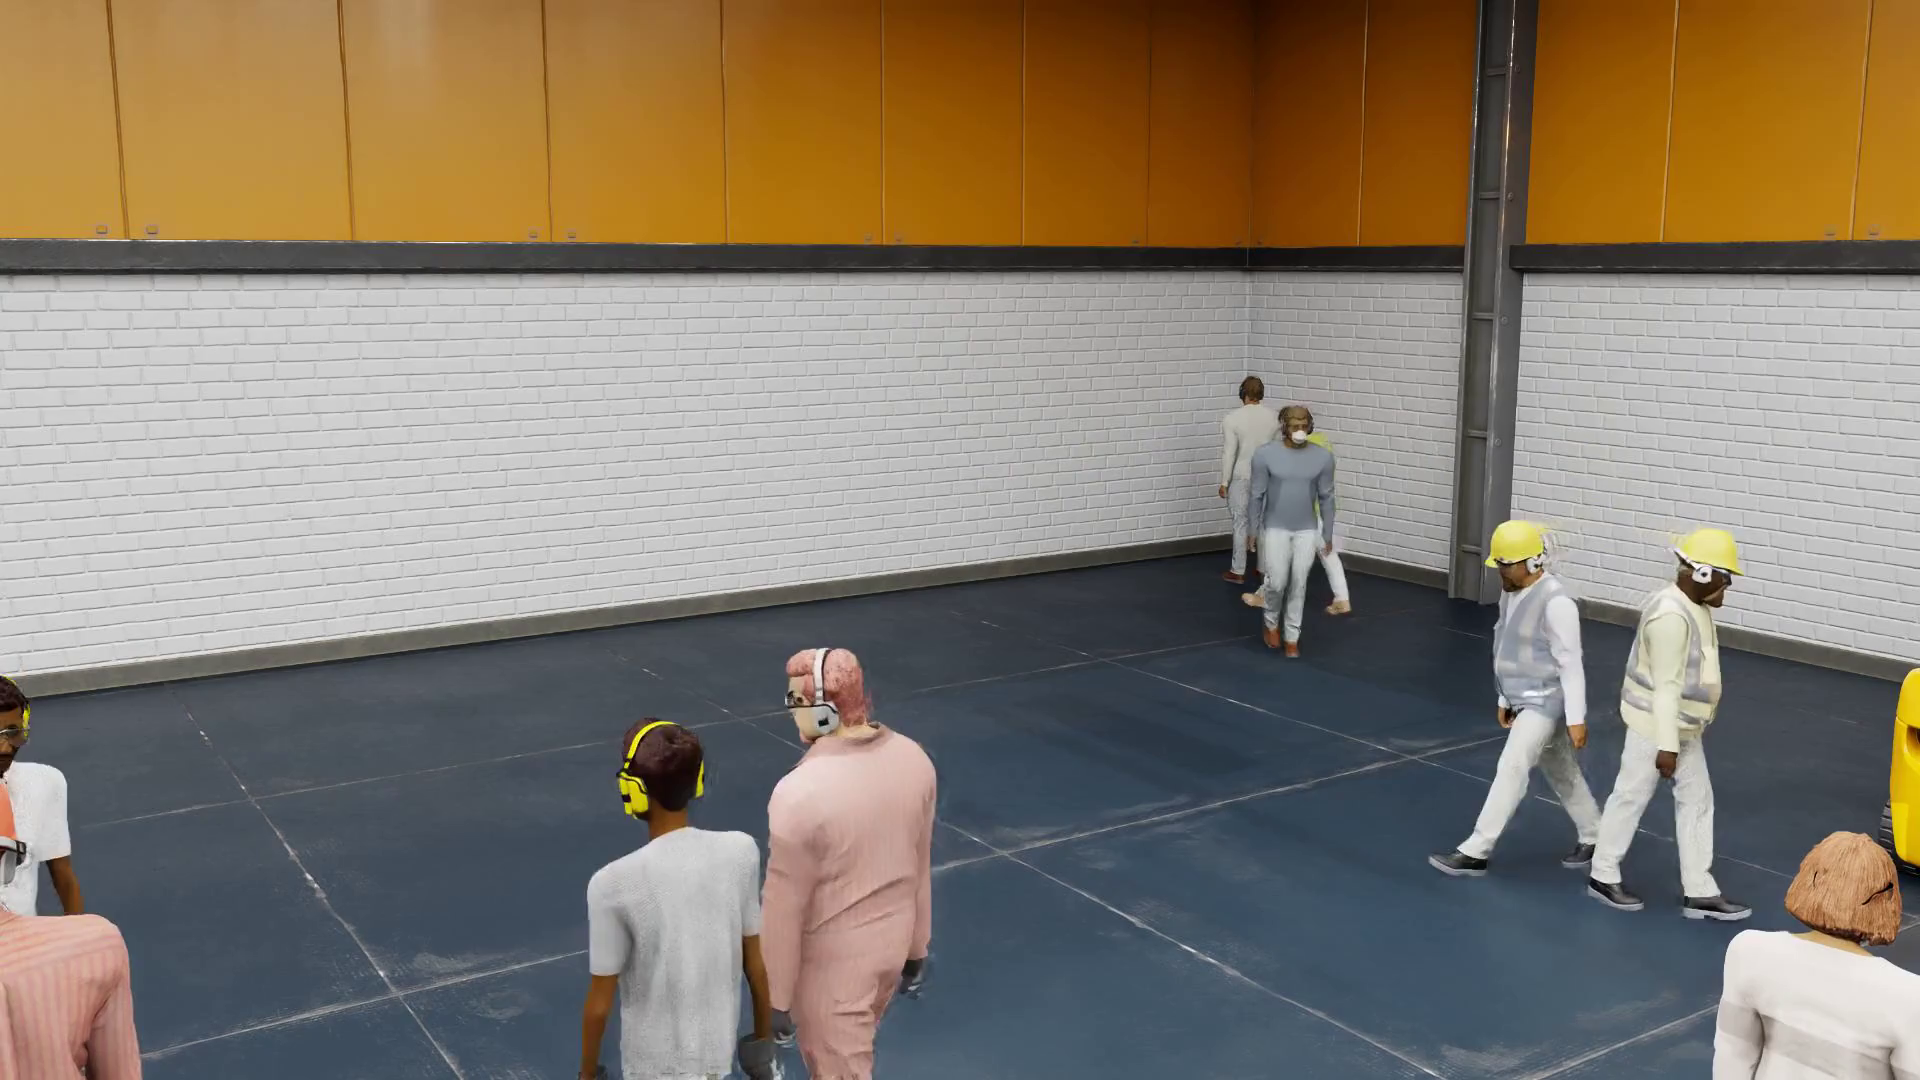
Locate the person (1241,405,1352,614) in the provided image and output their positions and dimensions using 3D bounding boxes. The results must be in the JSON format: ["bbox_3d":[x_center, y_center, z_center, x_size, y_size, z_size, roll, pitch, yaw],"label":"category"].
[{"bbox_3d":[2.914,-0.250,14.122,0.998,1.782,0.678,9,13,44],"label":"person"}]

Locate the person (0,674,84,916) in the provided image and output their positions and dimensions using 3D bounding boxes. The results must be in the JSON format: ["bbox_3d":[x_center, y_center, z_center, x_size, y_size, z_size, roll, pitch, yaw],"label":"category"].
[{"bbox_3d":[-2.713,1.281,4.705,0.841,1.831,0.537,7,12,35],"label":"person"}]

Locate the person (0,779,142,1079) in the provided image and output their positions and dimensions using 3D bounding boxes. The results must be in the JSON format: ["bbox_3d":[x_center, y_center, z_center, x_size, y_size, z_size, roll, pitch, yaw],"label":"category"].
[{"bbox_3d":[-1.976,1.418,3.403,0.394,1.992,0.622,7,12,36],"label":"person"}]

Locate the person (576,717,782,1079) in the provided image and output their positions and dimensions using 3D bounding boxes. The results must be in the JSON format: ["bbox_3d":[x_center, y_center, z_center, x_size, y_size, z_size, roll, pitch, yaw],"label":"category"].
[{"bbox_3d":[-0.727,1.360,4.309,0.540,1.823,0.975,-9,13,-43],"label":"person"}]

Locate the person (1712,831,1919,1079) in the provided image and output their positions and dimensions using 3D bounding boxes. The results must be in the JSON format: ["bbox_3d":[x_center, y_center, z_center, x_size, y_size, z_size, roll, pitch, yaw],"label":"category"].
[{"bbox_3d":[2.074,1.497,4.014,0.266,1.631,0.507,-9,13,-43],"label":"person"}]

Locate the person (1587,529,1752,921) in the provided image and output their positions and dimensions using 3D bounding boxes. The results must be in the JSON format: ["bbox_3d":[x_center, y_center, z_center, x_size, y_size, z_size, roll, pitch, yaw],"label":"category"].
[{"bbox_3d":[3.268,0.840,7.515,0.797,1.774,0.687,7,12,38],"label":"person"}]

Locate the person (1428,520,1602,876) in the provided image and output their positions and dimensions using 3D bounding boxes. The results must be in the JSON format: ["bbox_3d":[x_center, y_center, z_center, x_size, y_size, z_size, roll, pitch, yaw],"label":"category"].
[{"bbox_3d":[2.805,0.772,8.047,0.965,1.750,0.657,0,9,-1],"label":"person"}]

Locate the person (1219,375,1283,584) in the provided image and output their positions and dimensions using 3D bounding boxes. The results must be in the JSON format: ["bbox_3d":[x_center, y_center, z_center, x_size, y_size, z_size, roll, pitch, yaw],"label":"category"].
[{"bbox_3d":[2.696,-0.559,15.479,0.635,1.939,0.362,-4,10,-21],"label":"person"}]

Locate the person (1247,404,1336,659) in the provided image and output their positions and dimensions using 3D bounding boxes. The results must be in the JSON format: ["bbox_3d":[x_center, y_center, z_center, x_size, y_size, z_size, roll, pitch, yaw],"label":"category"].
[{"bbox_3d":[2.497,-0.061,12.514,0.656,1.925,0.427,-1,9,-3],"label":"person"}]

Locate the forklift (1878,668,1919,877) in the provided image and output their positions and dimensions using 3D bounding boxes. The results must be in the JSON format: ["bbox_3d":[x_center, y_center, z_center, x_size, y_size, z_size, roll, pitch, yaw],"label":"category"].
[{"bbox_3d":[5.511,0.571,7.906,2.313,2.155,1.214,-6,11,-33],"label":"forklift"}]

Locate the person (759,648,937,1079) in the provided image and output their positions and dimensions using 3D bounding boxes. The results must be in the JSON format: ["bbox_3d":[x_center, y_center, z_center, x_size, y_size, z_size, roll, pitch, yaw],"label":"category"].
[{"bbox_3d":[-0.307,1.235,4.917,0.904,1.866,0.647,8,12,40],"label":"person"}]
